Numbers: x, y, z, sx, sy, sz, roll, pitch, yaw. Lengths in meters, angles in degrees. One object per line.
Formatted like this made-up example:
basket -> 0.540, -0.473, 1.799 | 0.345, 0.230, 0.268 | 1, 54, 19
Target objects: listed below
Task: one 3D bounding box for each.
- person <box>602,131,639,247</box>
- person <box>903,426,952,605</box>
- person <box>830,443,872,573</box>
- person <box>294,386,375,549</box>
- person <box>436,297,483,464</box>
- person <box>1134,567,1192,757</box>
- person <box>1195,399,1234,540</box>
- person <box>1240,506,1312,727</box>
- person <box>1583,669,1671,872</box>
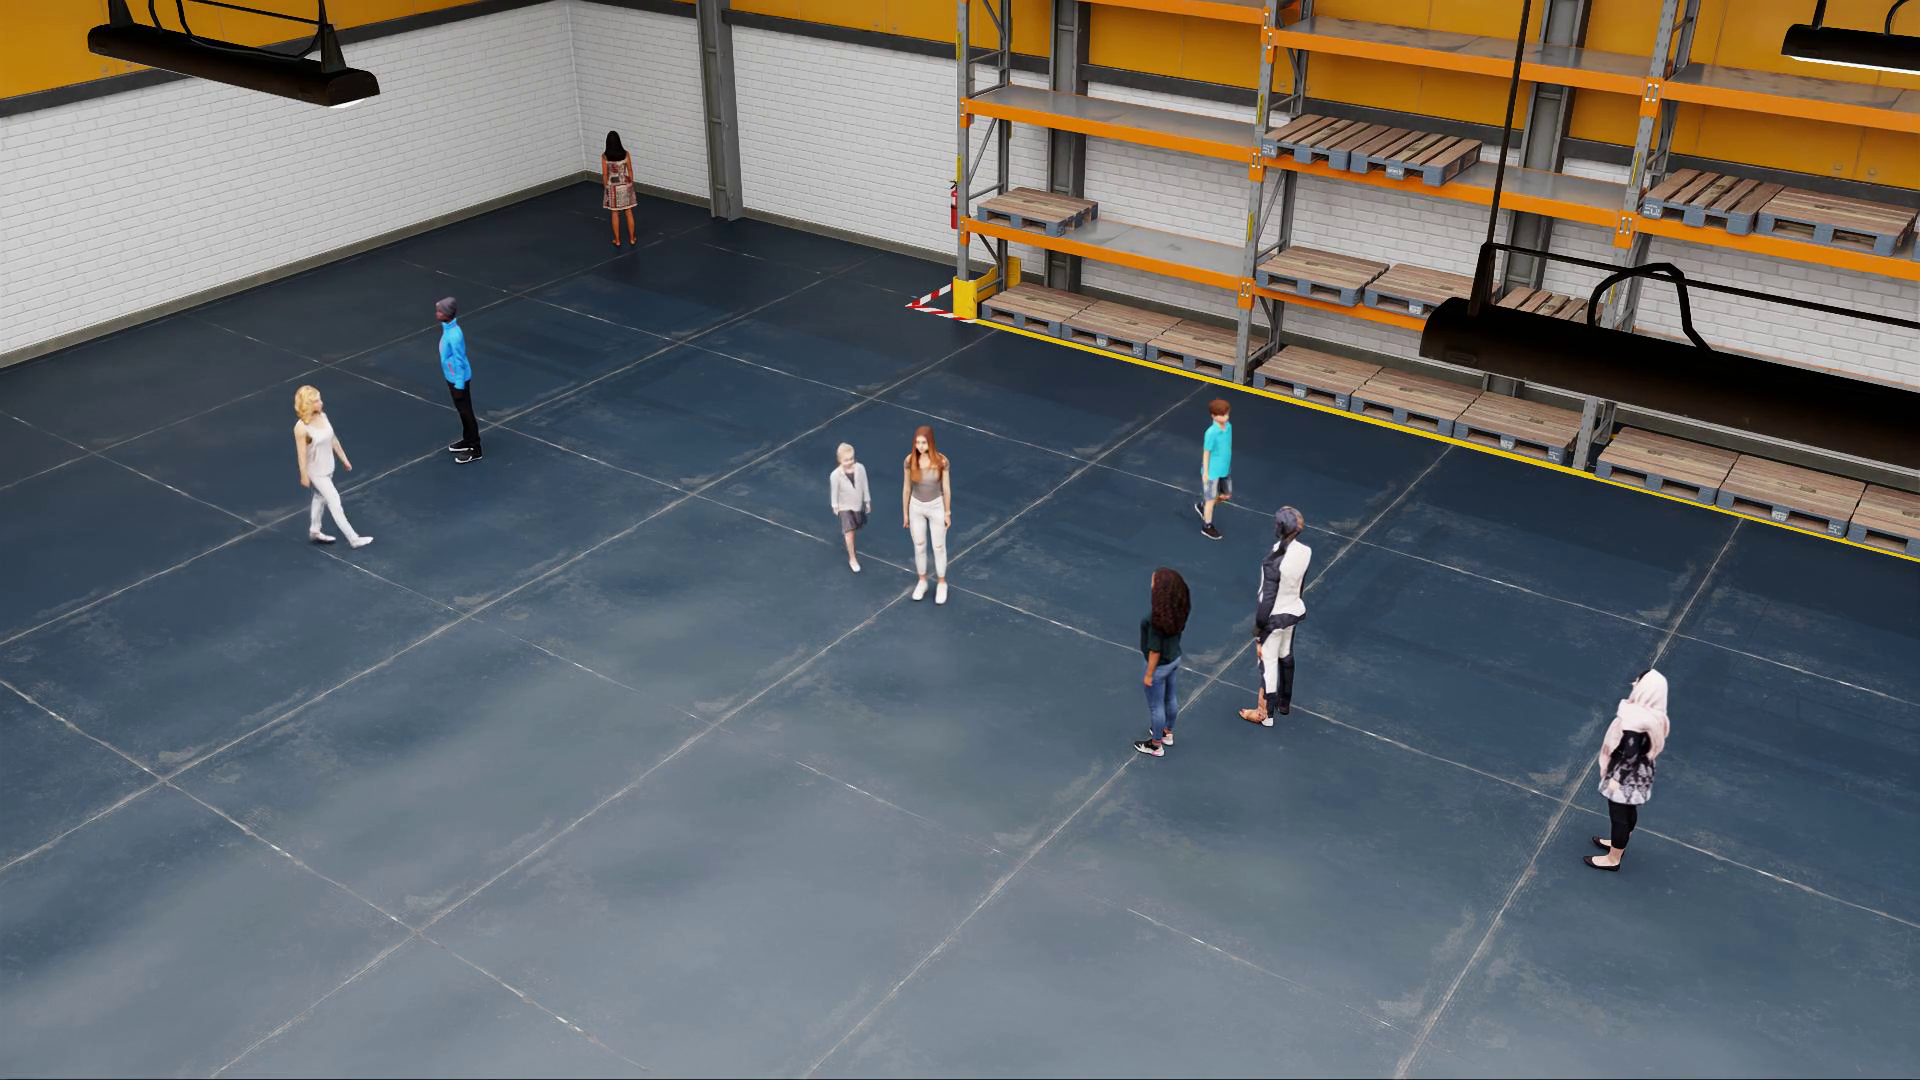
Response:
person -> -4.890, -5.050, 23.832 | 0.724, 1.645, 0.734 | -10, 30, -18
person -> -0.286, -0.254, 14.966 | 0.607, 1.716, 0.726 | 4, 29, 7
person -> -1.042, -0.364, 15.644 | 0.760, 1.260, 0.897 | -15, 32, -26
person -> -6.172, -0.691, 15.847 | 1.057, 1.640, 0.879 | 4, 29, 7
person -> -5.283, -1.706, 17.548 | 0.751, 1.794, 0.634 | -15, 32, -25
person -> 1.568, 0.939, 12.884 | 0.603, 1.616, 0.611 | 22, 36, 35
person -> 2.435, -0.723, 16.116 | 0.603, 1.439, 0.693 | -24, 37, -37
person -> 2.531, 0.602, 13.214 | 0.737, 1.892, 0.660 | -24, 37, -36
person -> 4.697, 1.599, 11.650 | 0.608, 1.638, 0.618 | 18, 33, 29
